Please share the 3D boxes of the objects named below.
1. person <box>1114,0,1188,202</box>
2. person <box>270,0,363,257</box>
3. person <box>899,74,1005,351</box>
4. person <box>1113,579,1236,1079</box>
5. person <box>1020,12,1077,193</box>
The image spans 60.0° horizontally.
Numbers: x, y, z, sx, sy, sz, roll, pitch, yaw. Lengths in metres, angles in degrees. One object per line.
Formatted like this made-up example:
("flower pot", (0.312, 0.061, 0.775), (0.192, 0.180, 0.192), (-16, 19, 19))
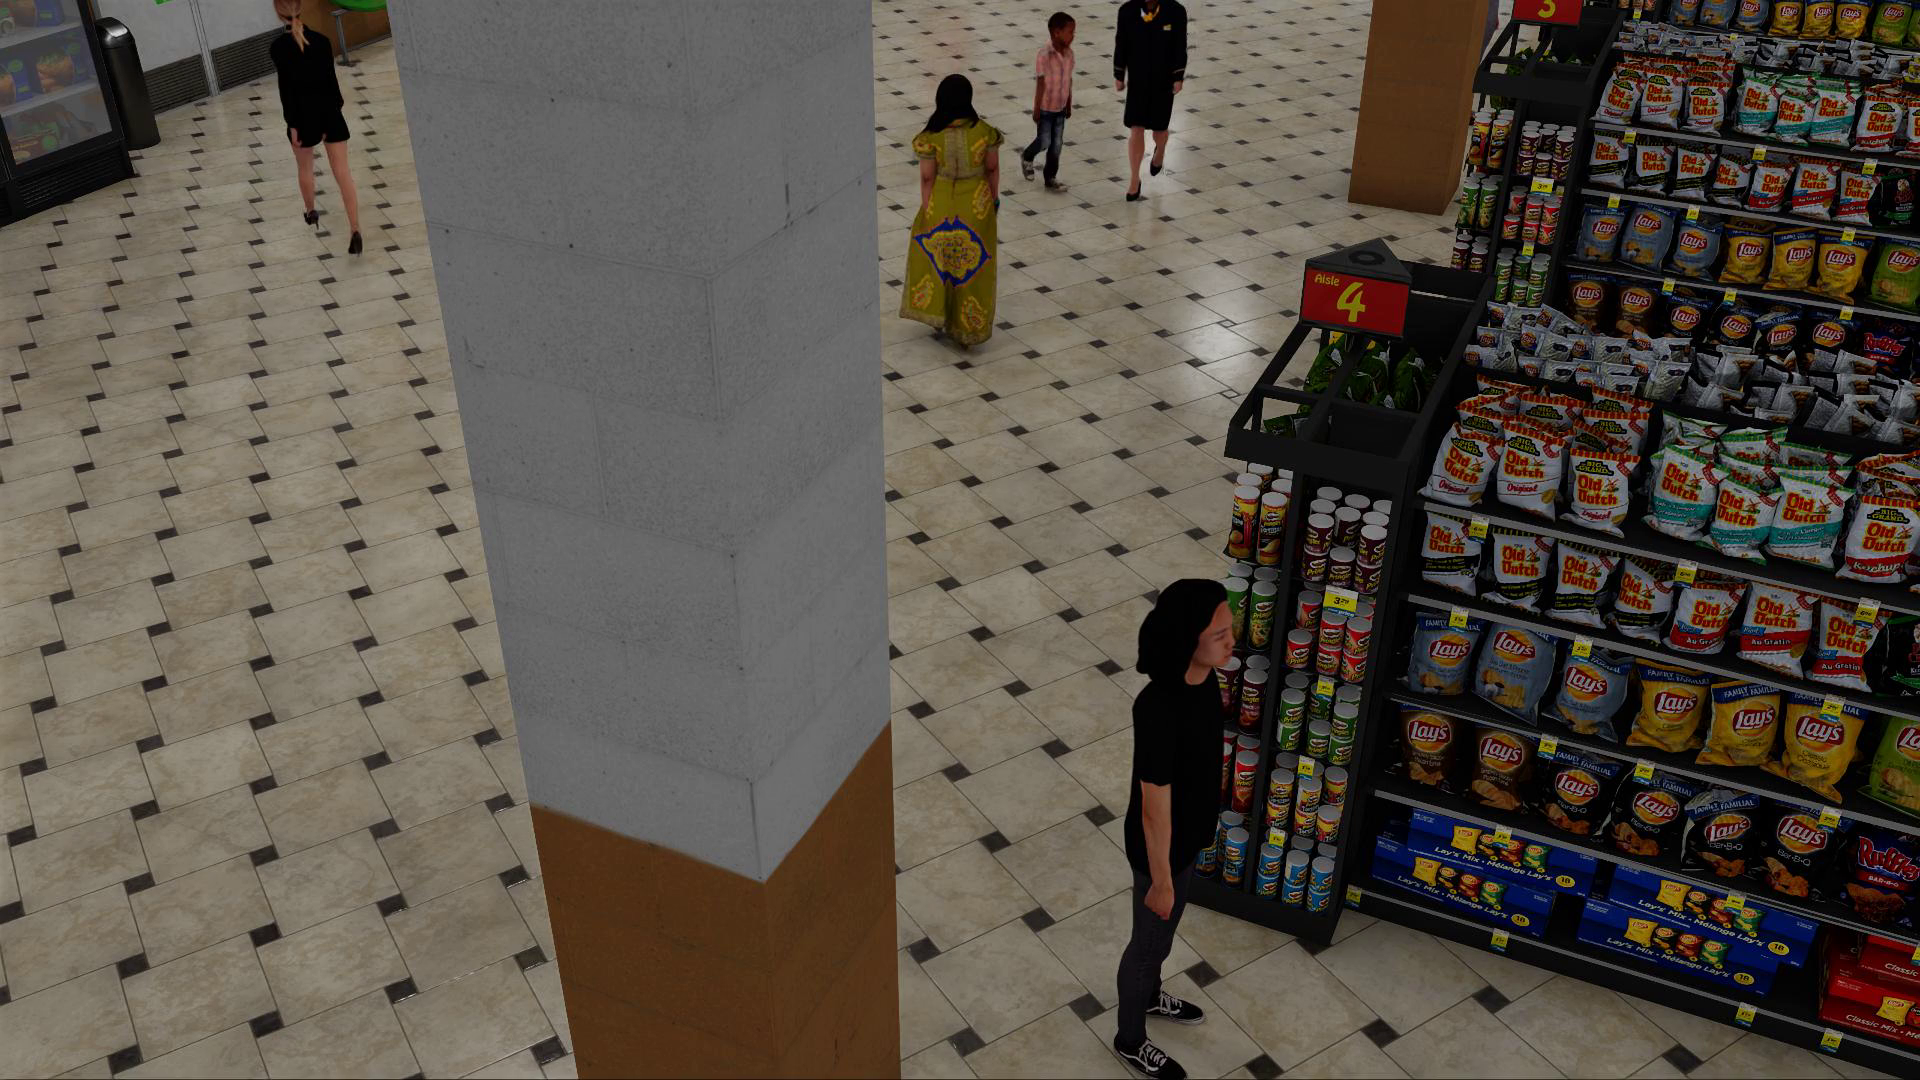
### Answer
("person", (1.407, -3.340, 12.099), (0.891, 1.651, 0.831), (8, 33, 13))
("person", (-4.230, -2.702, 11.023), (0.949, 1.705, 1.224), (-23, 39, -32))
("person", (-0.003, -1.880, 9.760), (0.883, 1.645, 0.995), (-1, 32, -2))
("person", (0.643, 0.885, 5.133), (0.538, 1.837, 0.645), (11, 34, 18))
("person", (0.636, -3.228, 12.258), (0.695, 1.293, 0.794), (-18, 36, -27))
